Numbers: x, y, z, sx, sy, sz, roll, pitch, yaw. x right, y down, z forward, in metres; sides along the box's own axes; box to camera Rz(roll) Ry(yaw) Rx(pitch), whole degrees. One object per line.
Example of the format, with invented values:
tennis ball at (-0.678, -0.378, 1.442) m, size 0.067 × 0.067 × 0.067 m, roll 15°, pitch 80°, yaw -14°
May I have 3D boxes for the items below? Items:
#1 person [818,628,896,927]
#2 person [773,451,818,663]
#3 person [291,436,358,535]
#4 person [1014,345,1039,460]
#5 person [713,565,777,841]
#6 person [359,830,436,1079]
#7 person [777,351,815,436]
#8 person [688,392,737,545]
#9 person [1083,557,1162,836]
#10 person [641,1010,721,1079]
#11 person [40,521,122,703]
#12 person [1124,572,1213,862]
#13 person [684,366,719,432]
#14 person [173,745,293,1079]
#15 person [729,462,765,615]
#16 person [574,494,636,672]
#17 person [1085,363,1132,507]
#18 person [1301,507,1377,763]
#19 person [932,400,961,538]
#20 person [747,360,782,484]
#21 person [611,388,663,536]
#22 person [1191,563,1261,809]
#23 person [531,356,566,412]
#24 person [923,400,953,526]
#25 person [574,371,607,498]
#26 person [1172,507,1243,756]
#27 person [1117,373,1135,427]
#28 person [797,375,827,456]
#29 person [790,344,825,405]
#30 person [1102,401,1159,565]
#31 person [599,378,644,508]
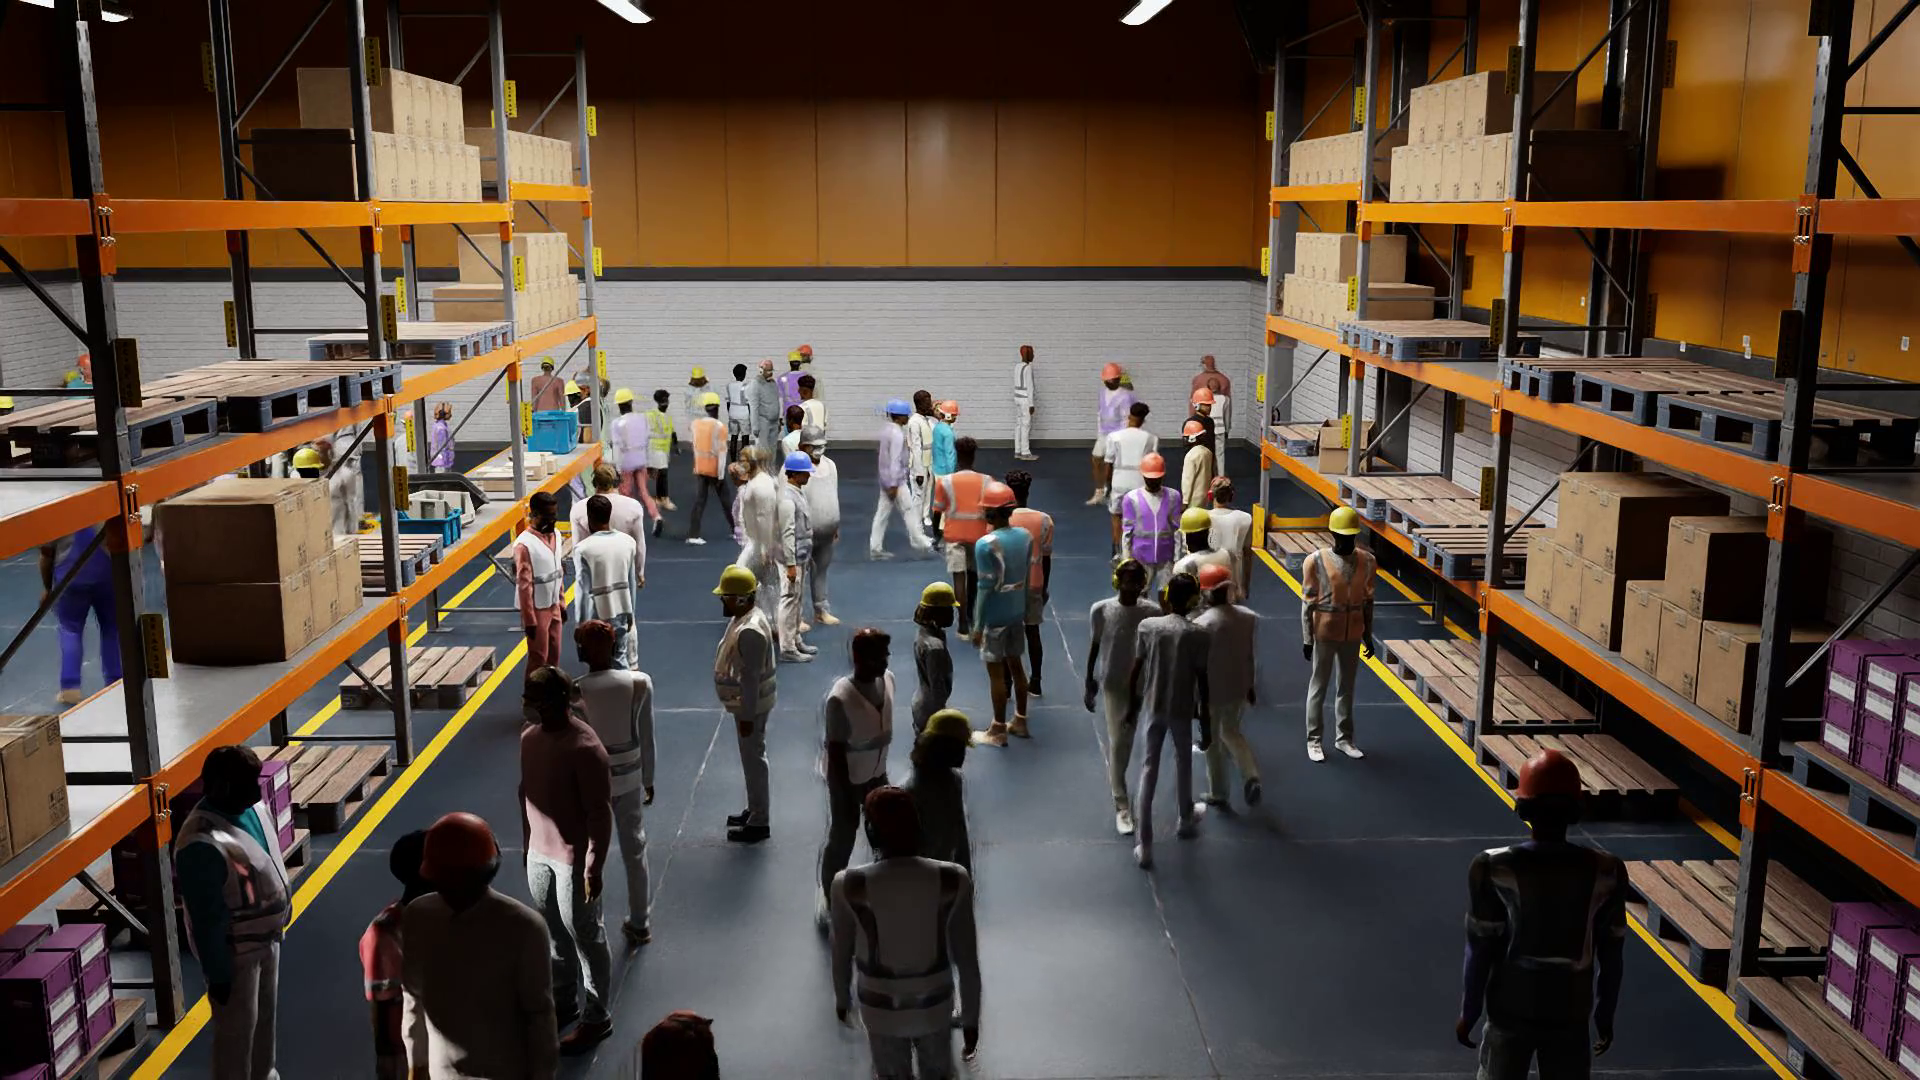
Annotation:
person at (-0.498, 1.370, 9.342) m, size 0.778 × 1.807 × 0.610 m, roll 7°, pitch 13°, yaw 32°
person at (-1.497, 0.151, 15.136) m, size 0.416 × 1.940 × 0.608 m, roll 1°, pitch 11°, yaw 4°
person at (-6.352, -0.128, 16.677) m, size 0.646 × 1.882 × 0.755 m, roll 1°, pitch 11°, yaw 4°
person at (1.076, -2.264, 27.376) m, size 0.341 × 1.882 × 0.587 m, roll -4°, pitch 12°, yaw -21°
person at (-1.407, 1.055, 10.906) m, size 0.404 × 1.824 × 0.586 m, roll -3°, pitch 12°, yaw -12°
person at (-2.144, 1.965, 6.656) m, size 0.317 × 1.693 × 0.534 m, roll 5°, pitch 12°, yaw 25°
person at (-2.551, -1.985, 25.898) m, size 0.588 × 1.917 × 0.383 m, roll -3°, pitch 12°, yaw -13°
person at (-3.051, -0.880, 20.480) m, size 0.590 × 1.873 × 0.954 m, roll 5°, pitch 12°, yaw 25°
person at (1.117, 0.984, 11.303) m, size 0.539 × 1.818 × 0.987 m, roll -2°, pitch 11°, yaw -8°
person at (-0.827, 2.264, 4.739) m, size 0.582 × 1.869 × 0.561 m, roll 4°, pitch 12°, yaw 21°
person at (-7.320, 0.329, 13.984) m, size 0.727 × 2.000 × 0.667 m, roll -5°, pitch 12°, yaw -24°
person at (1.368, 1.092, 10.709) m, size 0.627 × 1.808 × 0.969 m, roll 5°, pitch 12°, yaw 24°
person at (-3.977, -1.825, 25.592) m, size 0.519 × 1.715 × 0.548 m, roll -2°, pitch 11°, yaw -10°
person at (-3.148, 1.772, 7.291) m, size 0.429 × 1.831 × 0.631 m, roll 0°, pitch 11°, yaw -2°
person at (-2.100, 0.034, 16.517) m, size 0.357 × 1.626 × 0.630 m, roll -1°, pitch 11°, yaw -6°
person at (-2.759, 0.593, 13.006) m, size 0.401 × 1.908 × 0.598 m, roll 7°, pitch 13°, yaw 33°
person at (2.035, -1.426, 22.842) m, size 0.751 × 2.013 × 0.622 m, roll -10°, pitch 15°, yaw -41°
person at (2.831, 0.698, 12.418) m, size 0.588 × 1.927 × 0.370 m, roll -3°, pitch 12°, yaw -14°
person at (-0.159, -0.889, 20.852) m, size 0.355 × 1.739 × 0.573 m, roll -3°, pitch 12°, yaw -16°
person at (-2.868, -1.729, 24.682) m, size 0.400 × 1.895 × 0.653 m, roll 6°, pitch 13°, yaw 26°
person at (-4.048, -0.951, 20.762) m, size 0.677 × 1.903 × 0.599 m, roll 9°, pitch 15°, yaw 39°
person at (1.784, 1.013, 11.318) m, size 0.578 × 1.728 × 0.485 m, roll -7°, pitch 13°, yaw -30°
person at (-6.619, -2.077, 26.770) m, size 0.534 × 1.756 × 0.338 m, roll -2°, pitch 11°, yaw -11°
person at (-0.298, -1.011, 21.714) m, size 0.525 × 1.639 × 0.307 m, roll -7°, pitch 13°, yaw -31°
person at (-4.840, -1.172, 21.508) m, size 0.536 × 2.000 × 0.688 m, roll 0°, pitch 11°, yaw 0°
person at (1.839, 0.695, 12.495) m, size 0.621 × 1.899 × 0.471 m, roll -7°, pitch 13°, yaw -31°
person at (2.388, -1.582, 24.351) m, size 0.324 × 1.731 × 0.493 m, roll -2°, pitch 12°, yaw -12°
person at (-1.965, -1.183, 21.787) m, size 0.378 × 1.958 × 0.598 m, roll 6°, pitch 13°, yaw 29°
person at (-2.429, -2.120, 26.437) m, size 0.637 × 1.972 × 0.594 m, roll 5°, pitch 13°, yaw 25°
person at (1.952, -0.627, 19.068) m, size 0.638 × 1.933 × 0.420 m, roll 1°, pitch 11°, yaw 4°
person at (-4.763, -1.257, 22.332) m, size 0.966 × 1.879 × 0.632 m, roll -7°, pitch 13°, yaw -31°
